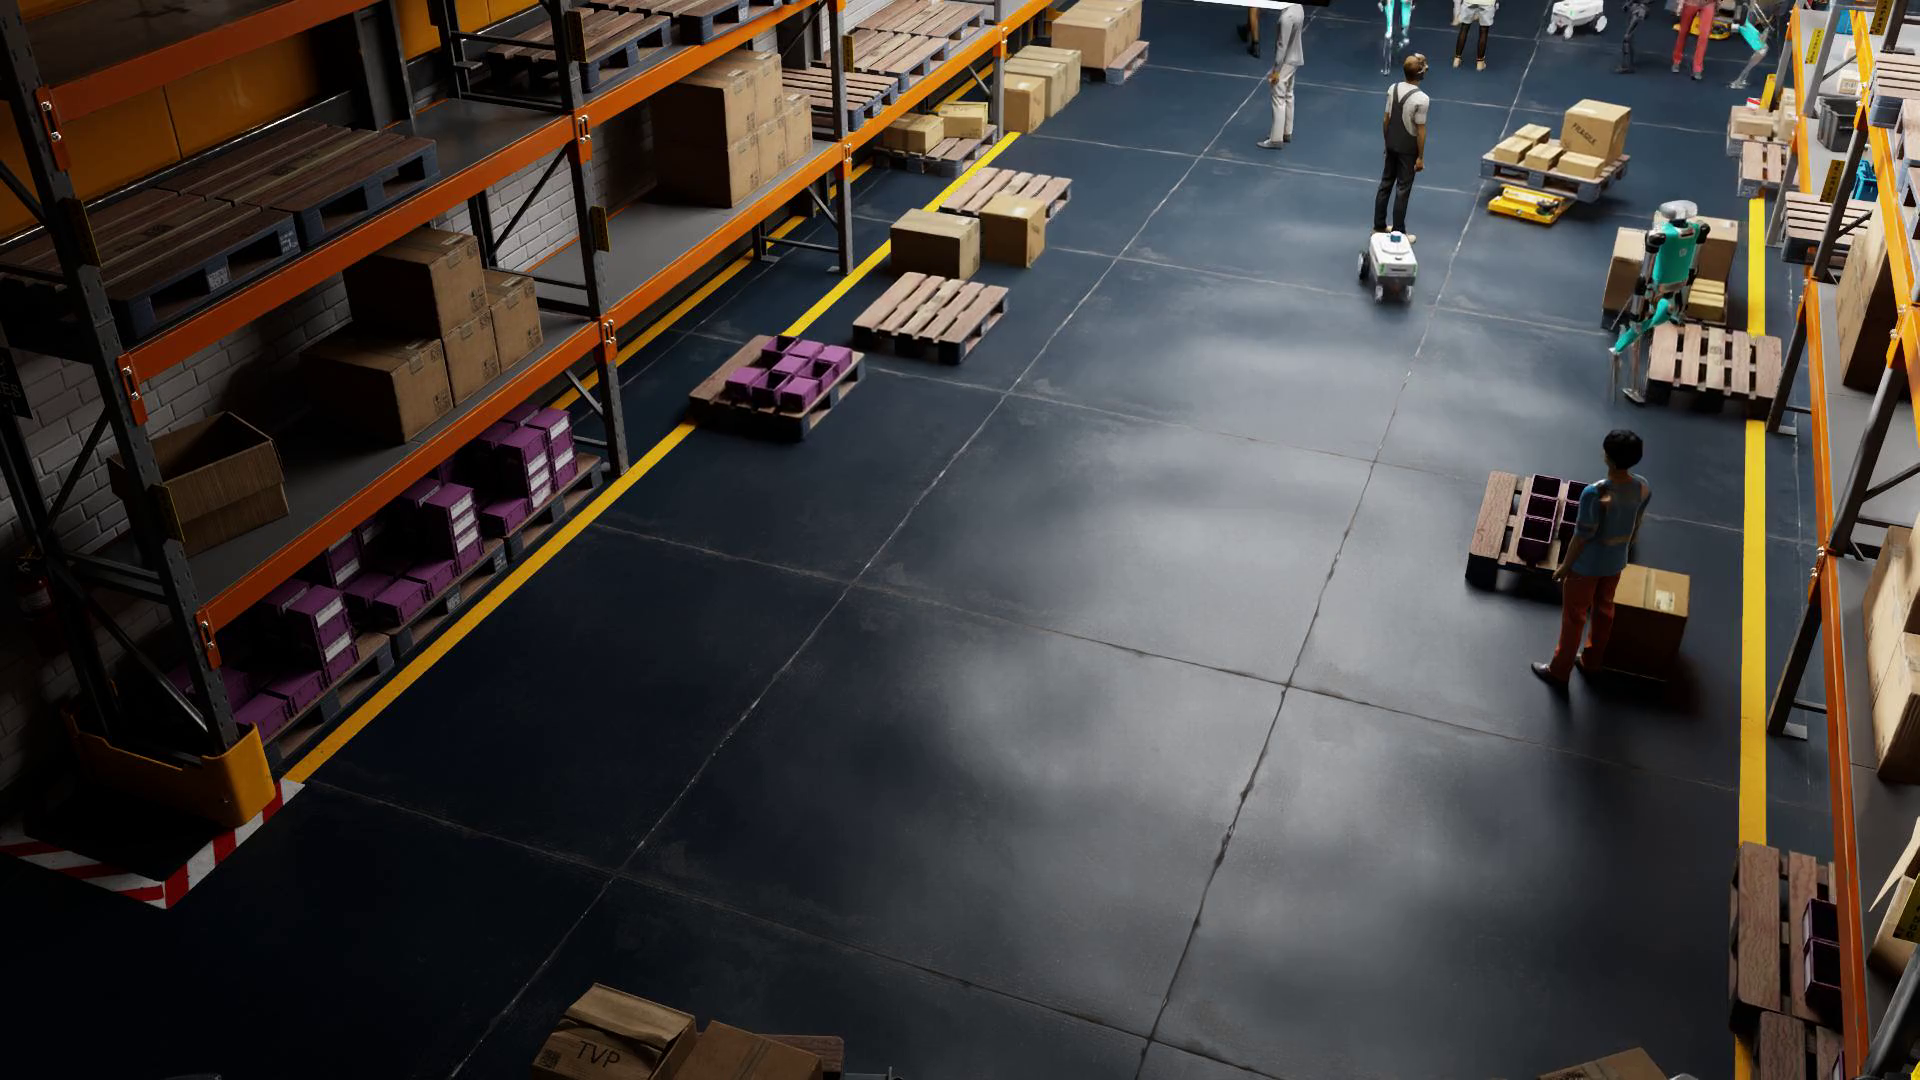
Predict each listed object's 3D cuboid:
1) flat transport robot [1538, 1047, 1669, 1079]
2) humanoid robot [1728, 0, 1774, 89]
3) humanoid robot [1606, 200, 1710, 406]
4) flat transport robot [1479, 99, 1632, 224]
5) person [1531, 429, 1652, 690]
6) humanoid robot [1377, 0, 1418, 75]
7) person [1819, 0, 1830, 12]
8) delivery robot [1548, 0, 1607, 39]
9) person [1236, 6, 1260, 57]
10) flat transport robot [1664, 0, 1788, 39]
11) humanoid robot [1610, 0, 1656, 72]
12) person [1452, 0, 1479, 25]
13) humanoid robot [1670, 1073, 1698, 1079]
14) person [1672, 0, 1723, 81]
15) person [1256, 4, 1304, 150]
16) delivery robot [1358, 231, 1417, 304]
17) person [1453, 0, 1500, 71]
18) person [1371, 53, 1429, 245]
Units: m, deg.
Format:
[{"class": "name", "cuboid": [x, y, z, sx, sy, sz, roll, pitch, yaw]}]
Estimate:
[{"class": "flat transport robot", "cuboid": [2.422, 3.082, 6.821, 0.659, 0.231, 1.431, -10, 34, -15]}, {"class": "humanoid robot", "cuboid": [9.537, -6.277, 19.974, 0.790, 1.795, 0.530, 15, 36, 22]}, {"class": "humanoid robot", "cuboid": [5.403, -1.884, 13.175, 0.558, 1.820, 0.666, -10, 34, -15]}, {"class": "flat transport robot", "cuboid": [6.072, -3.630, 17.209, 0.659, 0.231, 1.431, 23, 39, 31]}, {"class": "person", "cuboid": [3.831, 0.118, 10.027, 0.488, 1.769, 0.326, -11, 34, -17]}, {"class": "humanoid robot", "cuboid": [5.478, -6.624, 20.553, 0.531, 1.800, 0.843, -2, 33, -2]}, {"class": "person", "cuboid": [10.968, -6.784, 20.619, 0.539, 1.865, 0.374, -5, 33, -8]}, {"class": "delivery robot", "cuboid": [8.256, -7.028, 22.223, 0.817, 0.614, 0.499, -20, 38, -28]}, {"class": "person", "cuboid": [3.772, -7.237, 21.300, 0.560, 1.882, 0.989, -7, 34, -11]}, {"class": "flat transport robot", "cuboid": [10.332, -7.041, 22.489, 1.431, 0.231, 0.659, -25, 40, -33]}, {"class": "humanoid robot", "cuboid": [8.380, -6.641, 20.572, 0.436, 1.647, 0.608, -1, 33, -1]}, {"class": "person", "cuboid": [6.961, -7.881, 22.426, 0.504, 1.746, 0.712, 23, 39, 31]}, {"class": "humanoid robot", "cuboid": [2.337, 2.583, 6.305, 0.530, 1.841, 0.769, -26, 41, -34]}, {"class": "person", "cuboid": [9.045, -6.501, 20.297, 0.565, 1.734, 0.762, 5, 33, 7]}, {"class": "person", "cuboid": [3.564, -5.213, 18.168, 0.397, 1.891, 0.544, 16, 36, 23]}, {"class": "delivery robot", "cuboid": [3.960, -2.544, 15.251, 0.499, 0.580, 0.769, 2, 33, 3]}, {"class": "person", "cuboid": [6.454, -6.700, 20.652, 0.531, 1.690, 0.322, 17, 36, 24]}, {"class": "person", "cuboid": [4.246, -3.728, 15.909, 0.343, 1.846, 0.508, -19, 37, -27]}]
